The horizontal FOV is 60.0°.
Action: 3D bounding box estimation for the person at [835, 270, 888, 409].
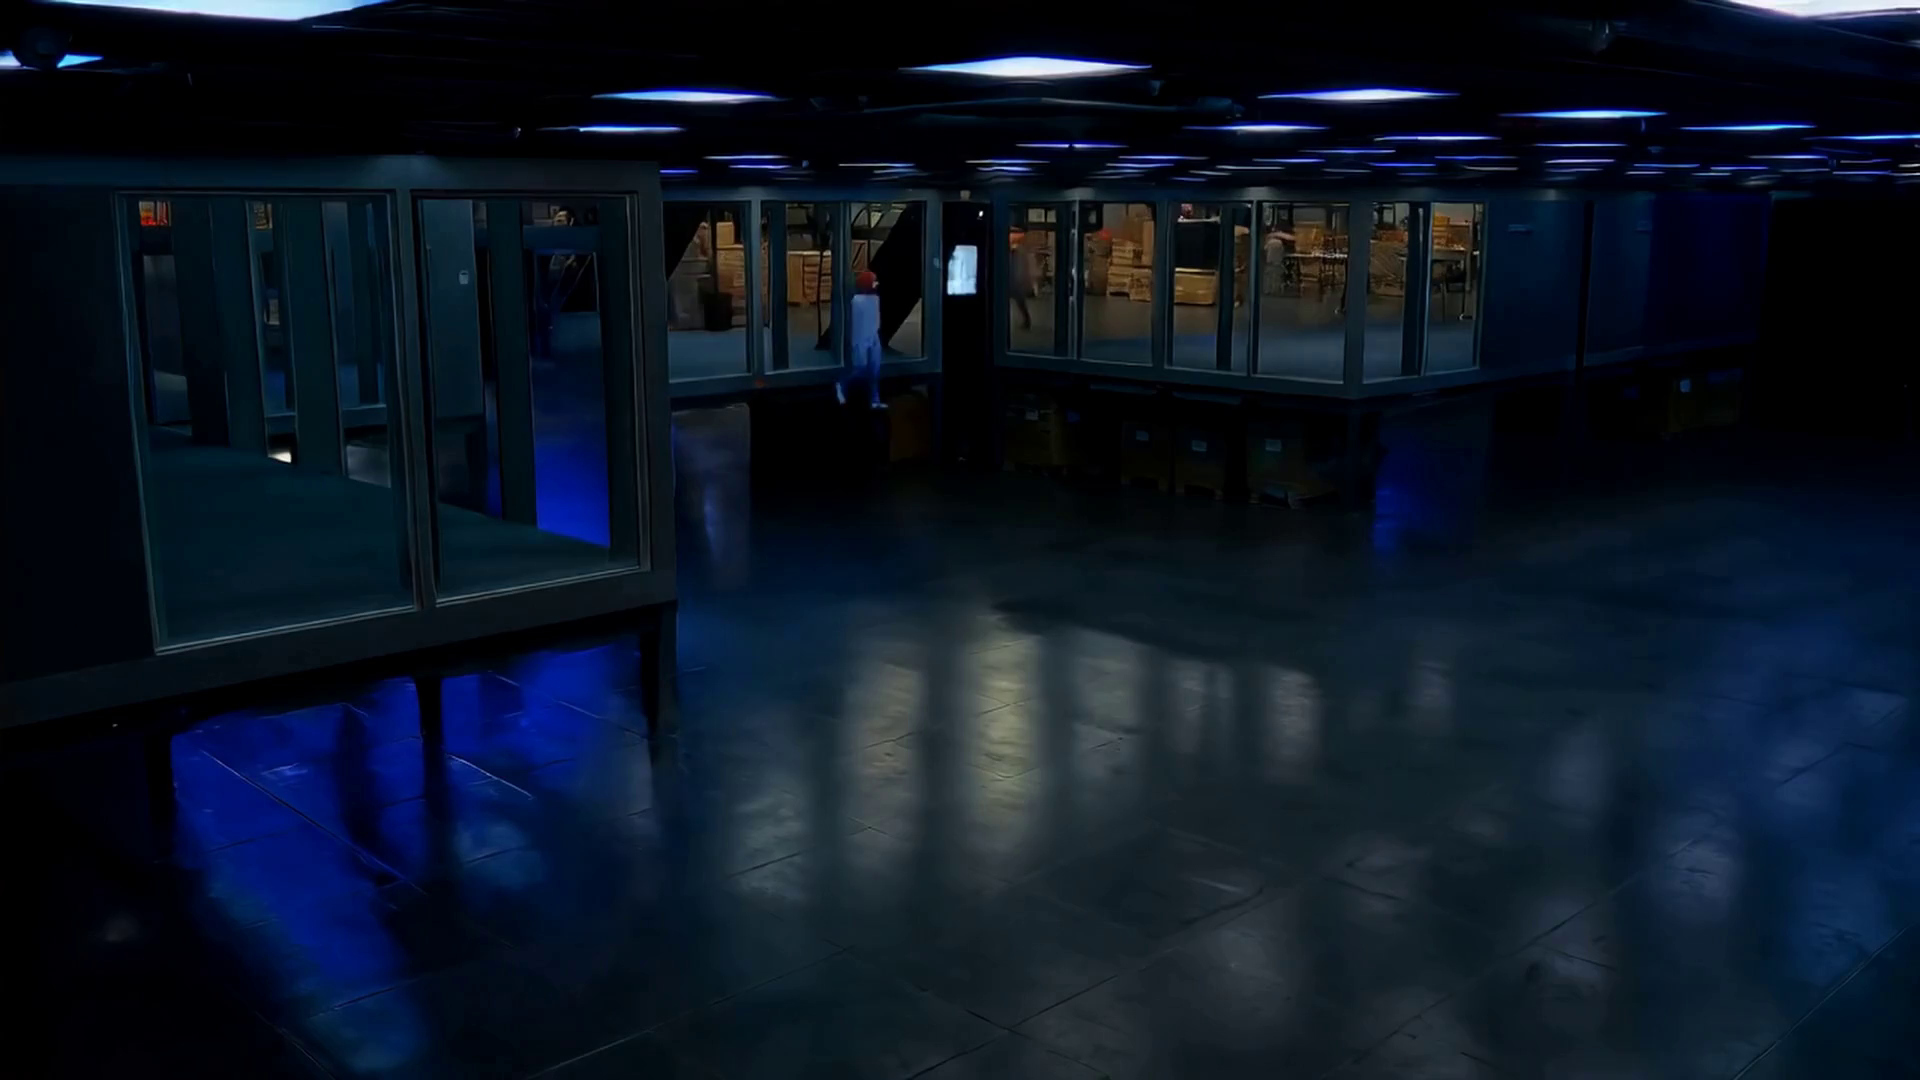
[{"bbox_3d":[-1.142,-2.341,19.410,0.619,1.616,0.513,8,14,34],"label":"person"}]
